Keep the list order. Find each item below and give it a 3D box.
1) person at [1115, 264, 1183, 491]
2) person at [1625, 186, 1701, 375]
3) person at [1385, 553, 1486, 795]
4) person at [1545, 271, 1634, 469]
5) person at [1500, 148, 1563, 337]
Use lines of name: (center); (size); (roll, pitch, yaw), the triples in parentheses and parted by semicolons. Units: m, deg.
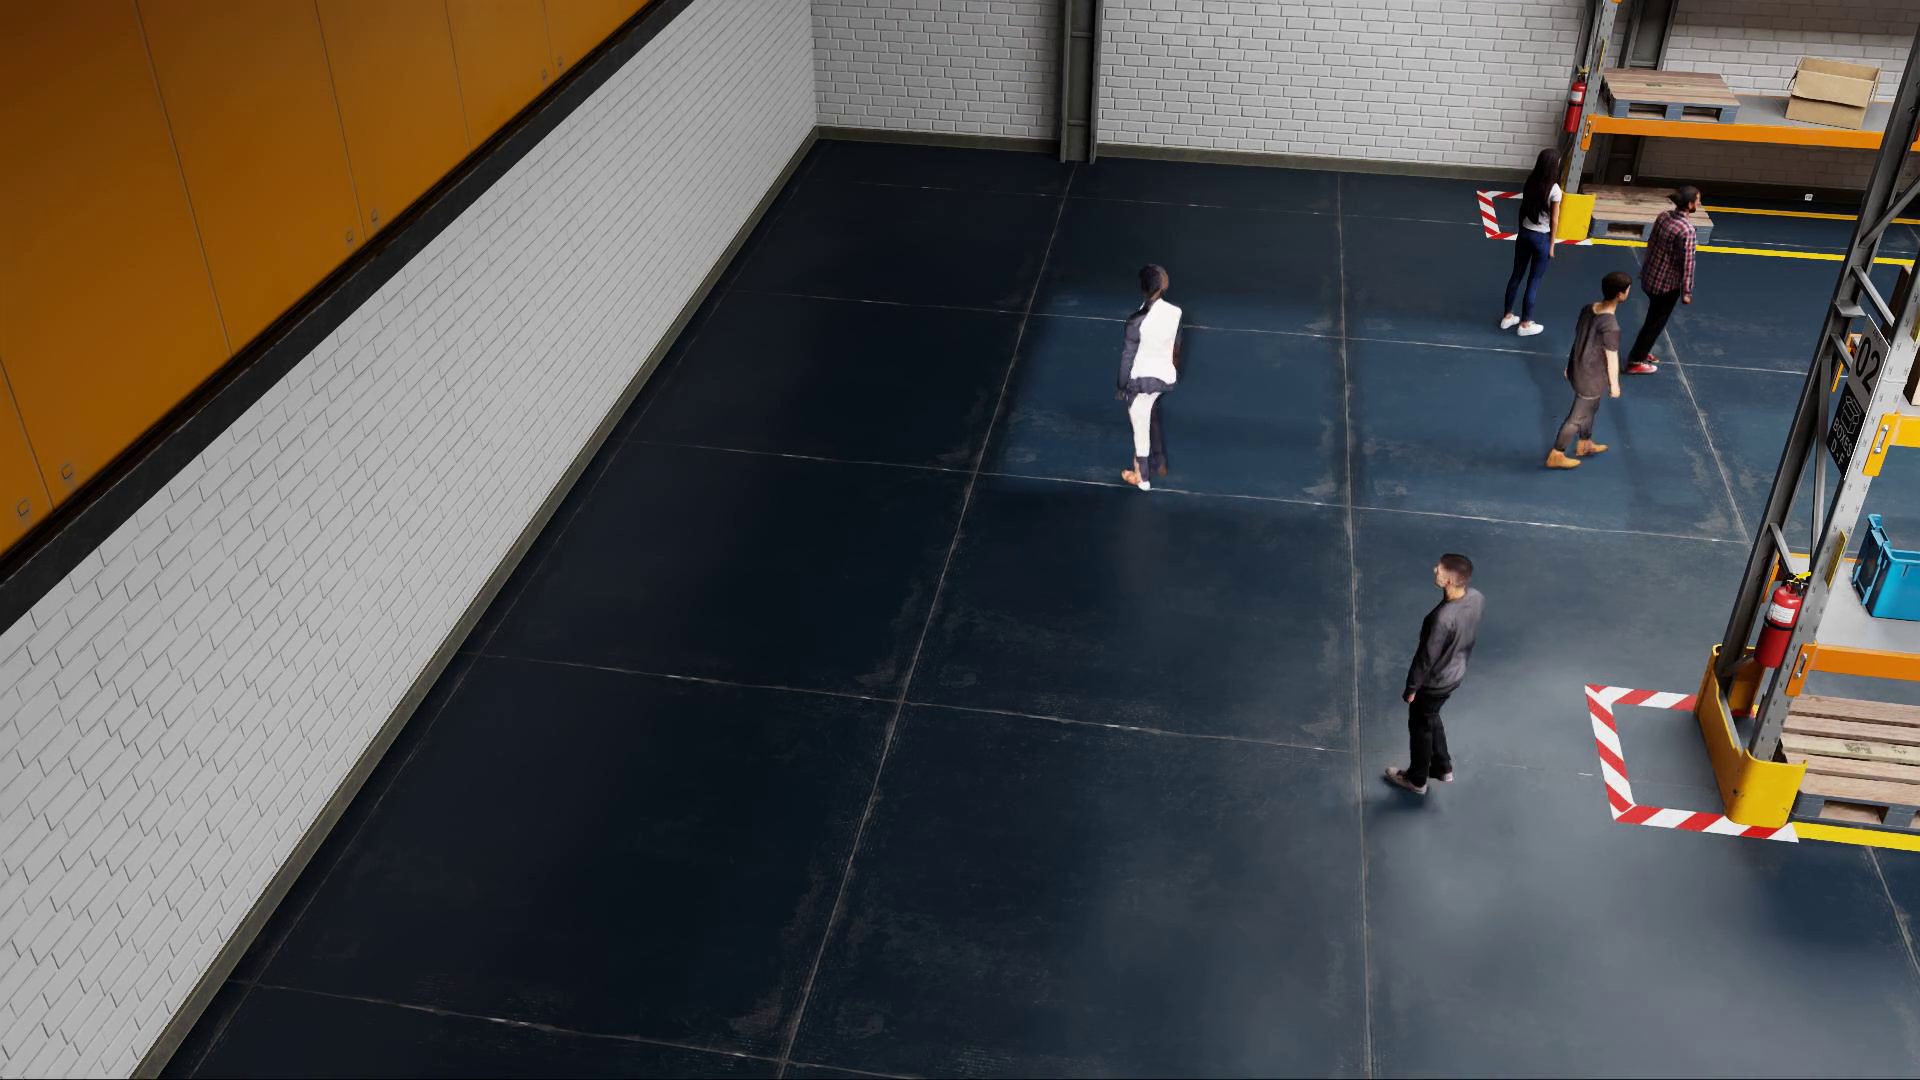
person: (1.516, -1.202, 12.853); (0.827, 1.886, 0.892); (-19, 38, -27)
person: (6.091, -2.260, 14.567); (0.761, 1.749, 0.801); (-5, 34, -7)
person: (2.901, 0.844, 9.892); (0.769, 1.756, 0.814); (-27, 42, -35)
person: (4.934, -1.323, 13.206); (0.858, 1.697, 0.716); (-1, 34, -1)
person: (5.266, -2.738, 15.263); (0.707, 1.775, 0.662); (-18, 38, -25)
